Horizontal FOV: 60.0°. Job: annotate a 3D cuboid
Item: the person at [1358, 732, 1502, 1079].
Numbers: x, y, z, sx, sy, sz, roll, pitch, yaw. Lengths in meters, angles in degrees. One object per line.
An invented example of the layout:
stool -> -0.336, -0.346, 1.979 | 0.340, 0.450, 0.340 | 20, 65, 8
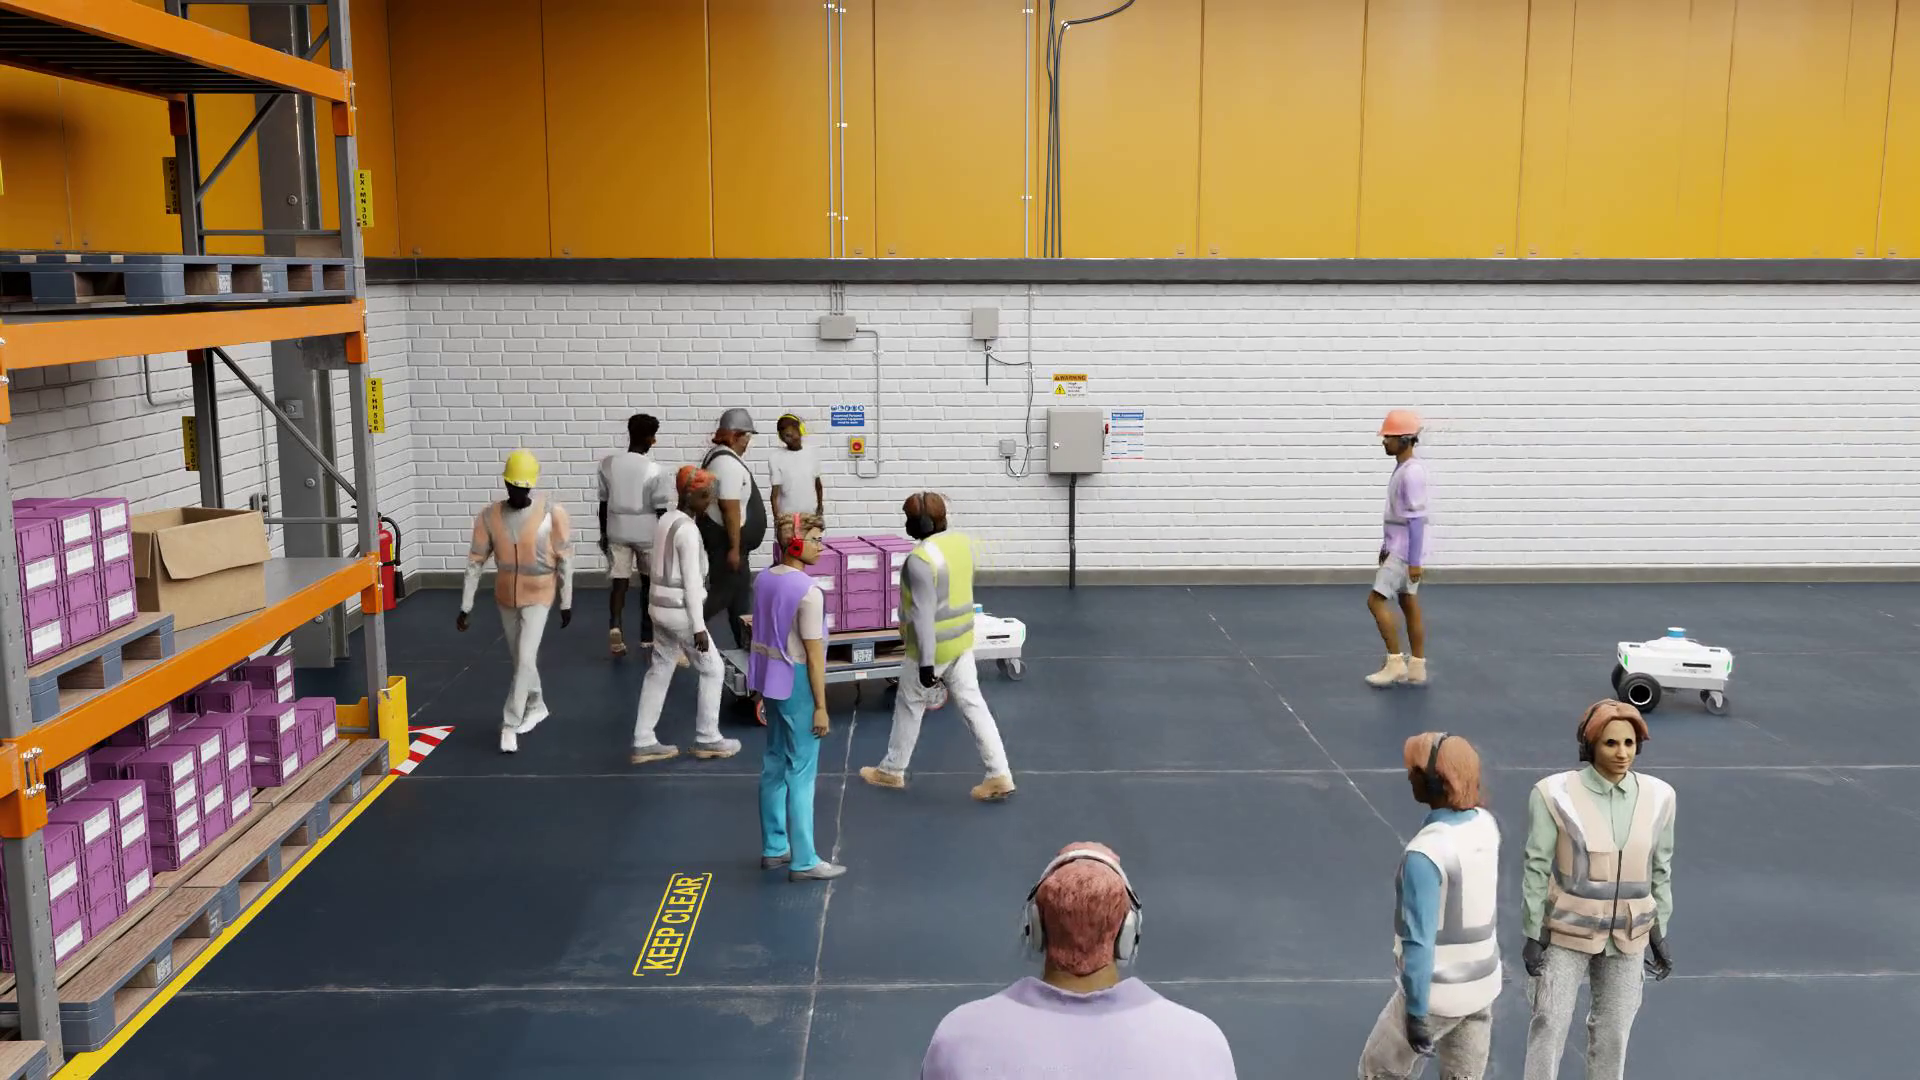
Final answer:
person -> 1.463, 1.391, 5.169 | 0.504, 1.623, 0.414 | -9, 13, -42

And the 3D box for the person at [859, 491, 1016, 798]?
person -> -0.098, 0.606, 9.526 | 0.994, 1.795, 0.648 | 5, 11, 30

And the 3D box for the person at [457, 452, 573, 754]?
person -> -2.797, 0.374, 10.622 | 0.677, 1.884, 0.796 | 2, 10, 13

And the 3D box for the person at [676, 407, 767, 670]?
person -> -1.888, -0.045, 12.701 | 0.889, 2.000, 0.701 | -3, 10, -18

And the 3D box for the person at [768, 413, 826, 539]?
person -> -1.333, -0.182, 14.198 | 0.683, 1.828, 0.431 | -7, 12, -36

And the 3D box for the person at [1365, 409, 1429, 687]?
person -> 3.158, 0.066, 12.058 | 0.603, 2.021, 0.616 | 2, 10, 15

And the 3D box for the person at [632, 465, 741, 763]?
person -> -1.661, 0.465, 10.162 | 0.750, 1.852, 0.639 | -4, 10, -26

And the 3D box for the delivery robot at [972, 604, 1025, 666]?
delivery robot -> 0.117, 0.717, 12.285 | 0.707, 0.478, 0.477 | -3, 10, -16

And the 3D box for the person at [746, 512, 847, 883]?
person -> -0.847, 0.776, 8.275 | 0.390, 1.841, 0.564 | -7, 11, -35

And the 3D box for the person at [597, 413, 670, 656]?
person -> -2.570, -0.043, 13.072 | 0.629, 1.915, 0.849 | 1, 9, 5

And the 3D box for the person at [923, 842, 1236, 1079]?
person -> 0.231, 1.552, 3.454 | 0.656, 1.867, 0.969 | 0, 9, 3

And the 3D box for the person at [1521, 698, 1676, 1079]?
person -> 2.106, 1.326, 5.519 | 0.513, 1.642, 0.311 | -1, 9, -4

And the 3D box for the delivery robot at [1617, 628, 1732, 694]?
delivery robot -> 4.928, 0.849, 11.478 | 0.707, 0.478, 0.477 | 3, 10, 15
